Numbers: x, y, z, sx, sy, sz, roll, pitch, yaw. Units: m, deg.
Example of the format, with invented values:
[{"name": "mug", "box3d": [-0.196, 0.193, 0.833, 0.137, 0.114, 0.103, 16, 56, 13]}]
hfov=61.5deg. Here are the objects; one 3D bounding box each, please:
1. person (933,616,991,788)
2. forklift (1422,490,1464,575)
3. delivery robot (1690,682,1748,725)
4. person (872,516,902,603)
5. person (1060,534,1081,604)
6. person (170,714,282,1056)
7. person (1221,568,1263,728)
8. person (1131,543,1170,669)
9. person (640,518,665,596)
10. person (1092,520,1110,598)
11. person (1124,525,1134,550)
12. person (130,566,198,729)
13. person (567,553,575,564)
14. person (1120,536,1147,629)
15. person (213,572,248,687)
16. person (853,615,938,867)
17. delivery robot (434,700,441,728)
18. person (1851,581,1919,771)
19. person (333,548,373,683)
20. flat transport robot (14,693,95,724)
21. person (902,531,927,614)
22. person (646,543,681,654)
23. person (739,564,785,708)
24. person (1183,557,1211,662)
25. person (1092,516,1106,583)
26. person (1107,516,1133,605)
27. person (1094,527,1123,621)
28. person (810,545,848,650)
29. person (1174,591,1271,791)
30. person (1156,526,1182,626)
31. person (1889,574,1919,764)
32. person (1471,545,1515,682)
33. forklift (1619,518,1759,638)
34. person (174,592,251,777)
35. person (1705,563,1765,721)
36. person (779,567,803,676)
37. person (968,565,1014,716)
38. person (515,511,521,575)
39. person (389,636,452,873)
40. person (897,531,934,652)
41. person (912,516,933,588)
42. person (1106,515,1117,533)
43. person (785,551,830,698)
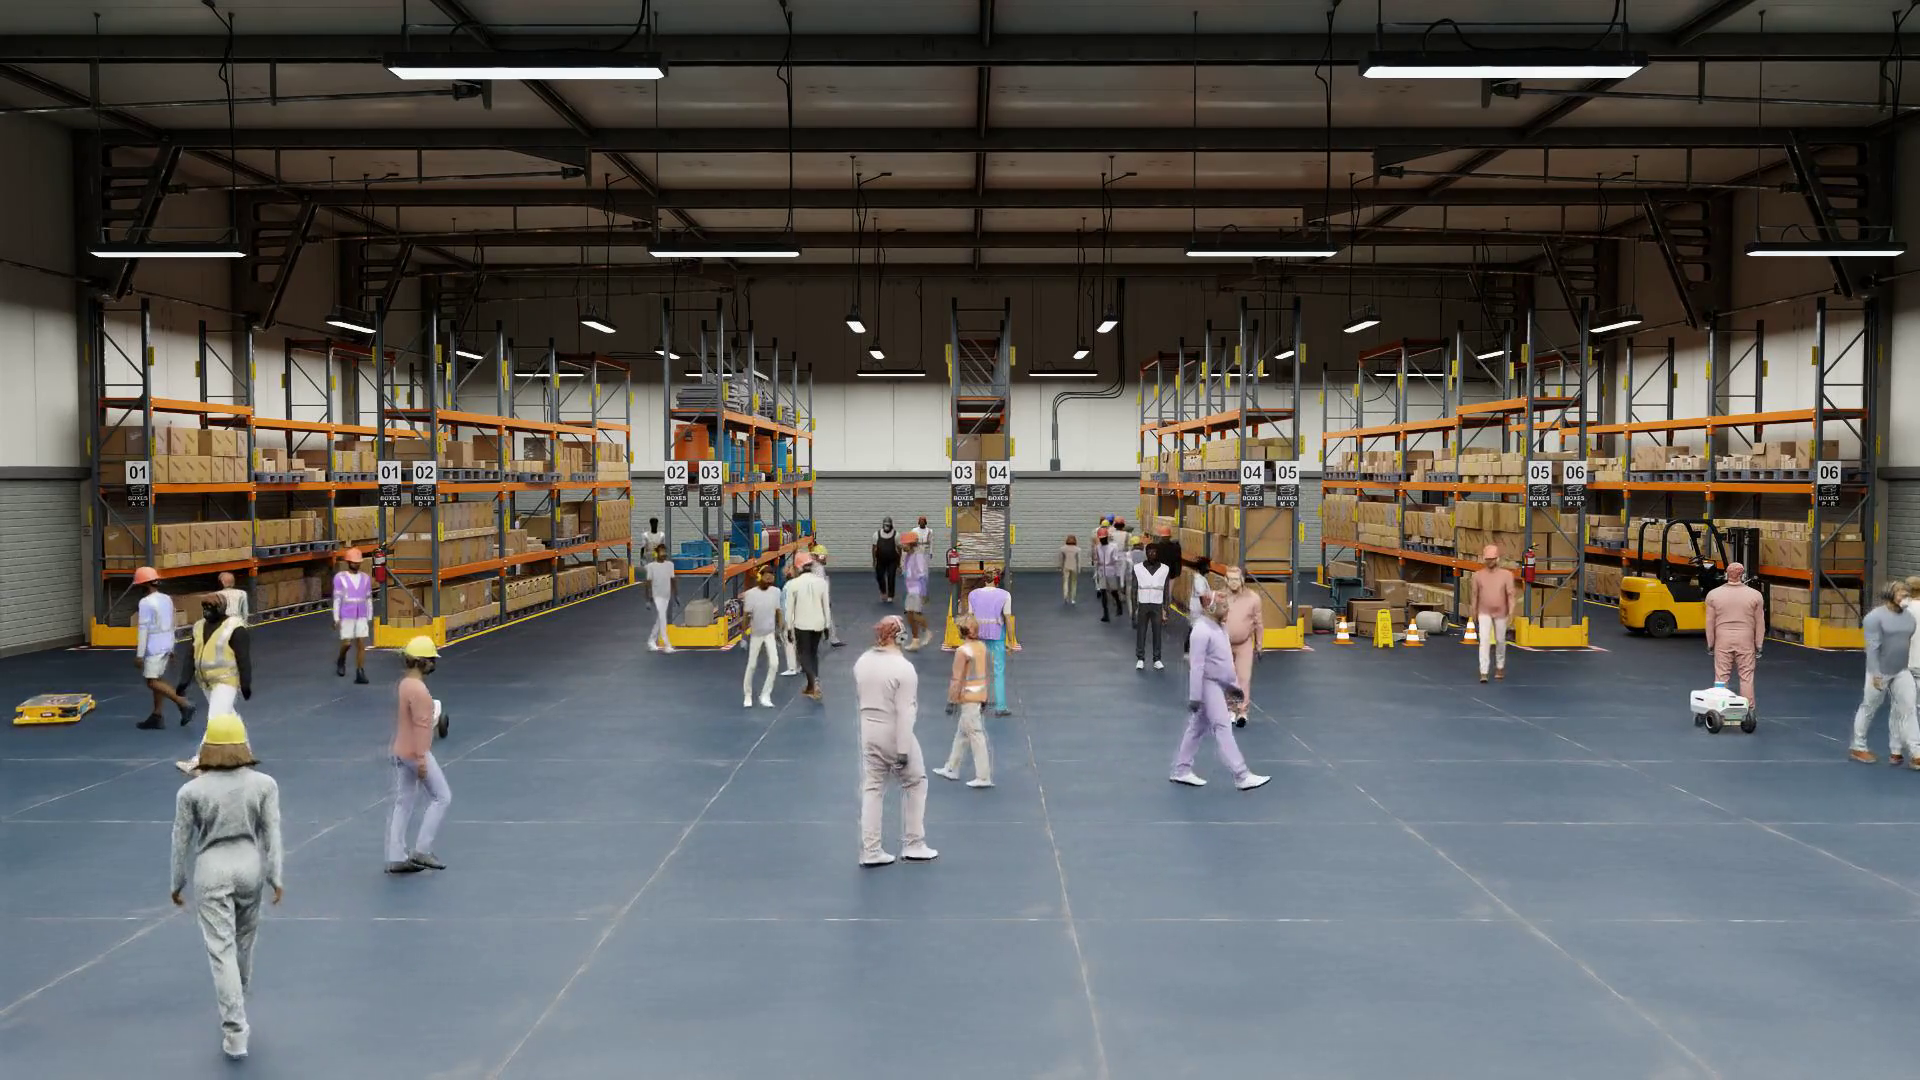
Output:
[{"name": "person", "box3d": [-0.012, 1.522, 15.284, 0.758, 1.606, 0.541, 1, 3, 25]}, {"name": "forklift", "box3d": [13.926, -0.371, 47.846, 1.873, 2.768, 1.129, 0, 2, 0]}, {"name": "delivery robot", "box3d": [8.783, 1.887, 18.689, 0.477, 0.478, 0.707, 0, 2, -6]}, {"name": "person", "box3d": [-1.698, 0.455, 37.468, 0.705, 2.000, 0.538, 0, 2, 5]}, {"name": "person", "box3d": [2.511, 0.669, 36.792, 0.501, 1.614, 0.653, 0, 2, 7]}, {"name": "person", "box3d": [-3.838, 1.753, 8.423, 0.508, 1.689, 0.889, -2, 3, -36]}, {"name": "person", "box3d": [3.201, 1.258, 18.889, 0.674, 1.855, 0.997, 0, 2, 12]}, {"name": "person", "box3d": [2.916, 1.000, 24.709, 0.593, 1.921, 0.392, 0, 2, -2]}, {"name": "person", "box3d": [-7.436, 0.433, 39.134, 0.629, 1.911, 1.021, 0, 2, -9]}, {"name": "person", "box3d": [3.462, 0.449, 38.943, 0.591, 1.898, 0.908, 0, 2, 11]}, {"name": "person", "box3d": [4.529, 0.390, 44.143, 0.713, 1.589, 0.529, -2, 3, -43]}, {"name": "person", "box3d": [-9.204, 1.252, 18.669, 0.716, 1.908, 0.591, 0, 2, 1]}, {"name": "person", "box3d": [-11.260, 0.177, 46.541, 0.403, 1.827, 0.601, 0, 2, -7]}, {"name": "person", "box3d": [3.370, 0.820, 30.751, 0.622, 1.797, 0.720, 0, 2, -5]}, {"name": "person", "box3d": [-10.201, 1.249, 22.535, 0.512, 1.593, 0.849, -1, 3, -32]}, {"name": "person", "box3d": [-0.479, 1.513, 12.278, 0.653, 1.883, 0.739, 2, 3, 40]}, {"name": "delivery robot", "box3d": [-5.979, 1.918, 17.892, 0.477, 0.478, 0.707, 0, 2, -8]}, {"name": "person", "box3d": [9.396, 1.356, 16.271, 0.643, 1.888, 0.983, 0, 2, -10]}, {"name": "person", "box3d": [-8.635, 1.071, 22.942, 0.599, 1.922, 0.564, -2, 3, -44]}, {"name": "flat transport robot", "box3d": [-10.980, 2.036, 19.601, 0.652, 0.197, 1.431, -1, 2, -20]}, {"name": "person", "box3d": [-0.984, 0.690, 34.438, 0.534, 1.765, 0.324, 0, 2, 6]}, {"name": "person", "box3d": [-5.007, 0.957, 27.022, 0.519, 1.832, 0.976, -2, 3, -43]}, {"name": "person", "box3d": [-2.507, 1.214, 20.412, 0.572, 1.821, 0.707, -1, 3, -28]}, {"name": "person", "box3d": [3.892, 1.099, 25.392, 0.826, 1.654, 0.544, 1, 2, 14]}, {"name": "person", "box3d": [3.831, 0.277, 43.685, 0.847, 1.860, 0.564, -2, 3, -45]}, {"name": "person", "box3d": [3.651, 0.467, 36.993, 0.628, 2.001, 0.999, 0, 2, 9]}, {"name": "person", "box3d": [3.022, 0.689, 32.782, 0.601, 1.901, 0.711, 1, 3, 27]}, {"name": "person", "box3d": [-2.423, 0.973, 27.232, 0.979, 1.779, 0.591, 0, 2, -6]}, {"name": "person", "box3d": [2.445, 1.408, 15.143, 0.981, 1.854, 0.657, 1, 2, 22]}, {"name": "person", "box3d": [4.043, 0.710, 31.528, 0.604, 1.946, 0.885, 0, 2, -3]}, {"name": "person", "box3d": [9.704, 1.319, 16.446, 0.635, 1.937, 0.352, 2, 3, 41]}, {"name": "person", "box3d": [7.683, 1.043, 23.272, 0.603, 1.958, 1.003, 1, 2, 21]}, {"name": "forklift", "box3d": [13.417, 0.684, 29.791, 2.313, 2.155, 1.214, 0, 2, 0]}, {"name": "person", "box3d": [-7.350, 1.414, 15.864, 0.631, 1.785, 1.004, 1, 3, 26]}, {"name": "person", "box3d": [9.235, 1.224, 19.242, 0.642, 1.909, 0.409, 1, 3, 28]}, {"name": "person", "box3d": [-2.467, 1.197, 23.732, 0.361, 1.597, 0.582, 1, 2, 14]}, {"name": "person", "box3d": [0.376, 1.232, 19.785, 0.571, 1.845, 0.382, 1, 2, 22]}, {"name": "person", "box3d": [-12.475, 0.163, 45.554, 0.358, 1.938, 0.636, 1, 2, 24]}, {"name": "person", "box3d": [-3.997, 1.586, 11.968, 0.540, 1.745, 0.545, -1, 3, -33]}, {"name": "person", "box3d": [-0.784, 0.862, 26.961, 0.541, 2.014, 0.676, -1, 3, -32]}, {"name": "person", "box3d": [-0.992, 0.320, 42.274, 0.575, 1.885, 0.355, 0, 2, -4]}, {"name": "person", "box3d": [3.974, 0.296, 42.660, 0.651, 1.894, 0.986, 0, 2, 9]}, {"name": "person", "box3d": [-1.961, 1.127, 21.168, 0.619, 1.966, 0.817, -1, 3, -26]}]
